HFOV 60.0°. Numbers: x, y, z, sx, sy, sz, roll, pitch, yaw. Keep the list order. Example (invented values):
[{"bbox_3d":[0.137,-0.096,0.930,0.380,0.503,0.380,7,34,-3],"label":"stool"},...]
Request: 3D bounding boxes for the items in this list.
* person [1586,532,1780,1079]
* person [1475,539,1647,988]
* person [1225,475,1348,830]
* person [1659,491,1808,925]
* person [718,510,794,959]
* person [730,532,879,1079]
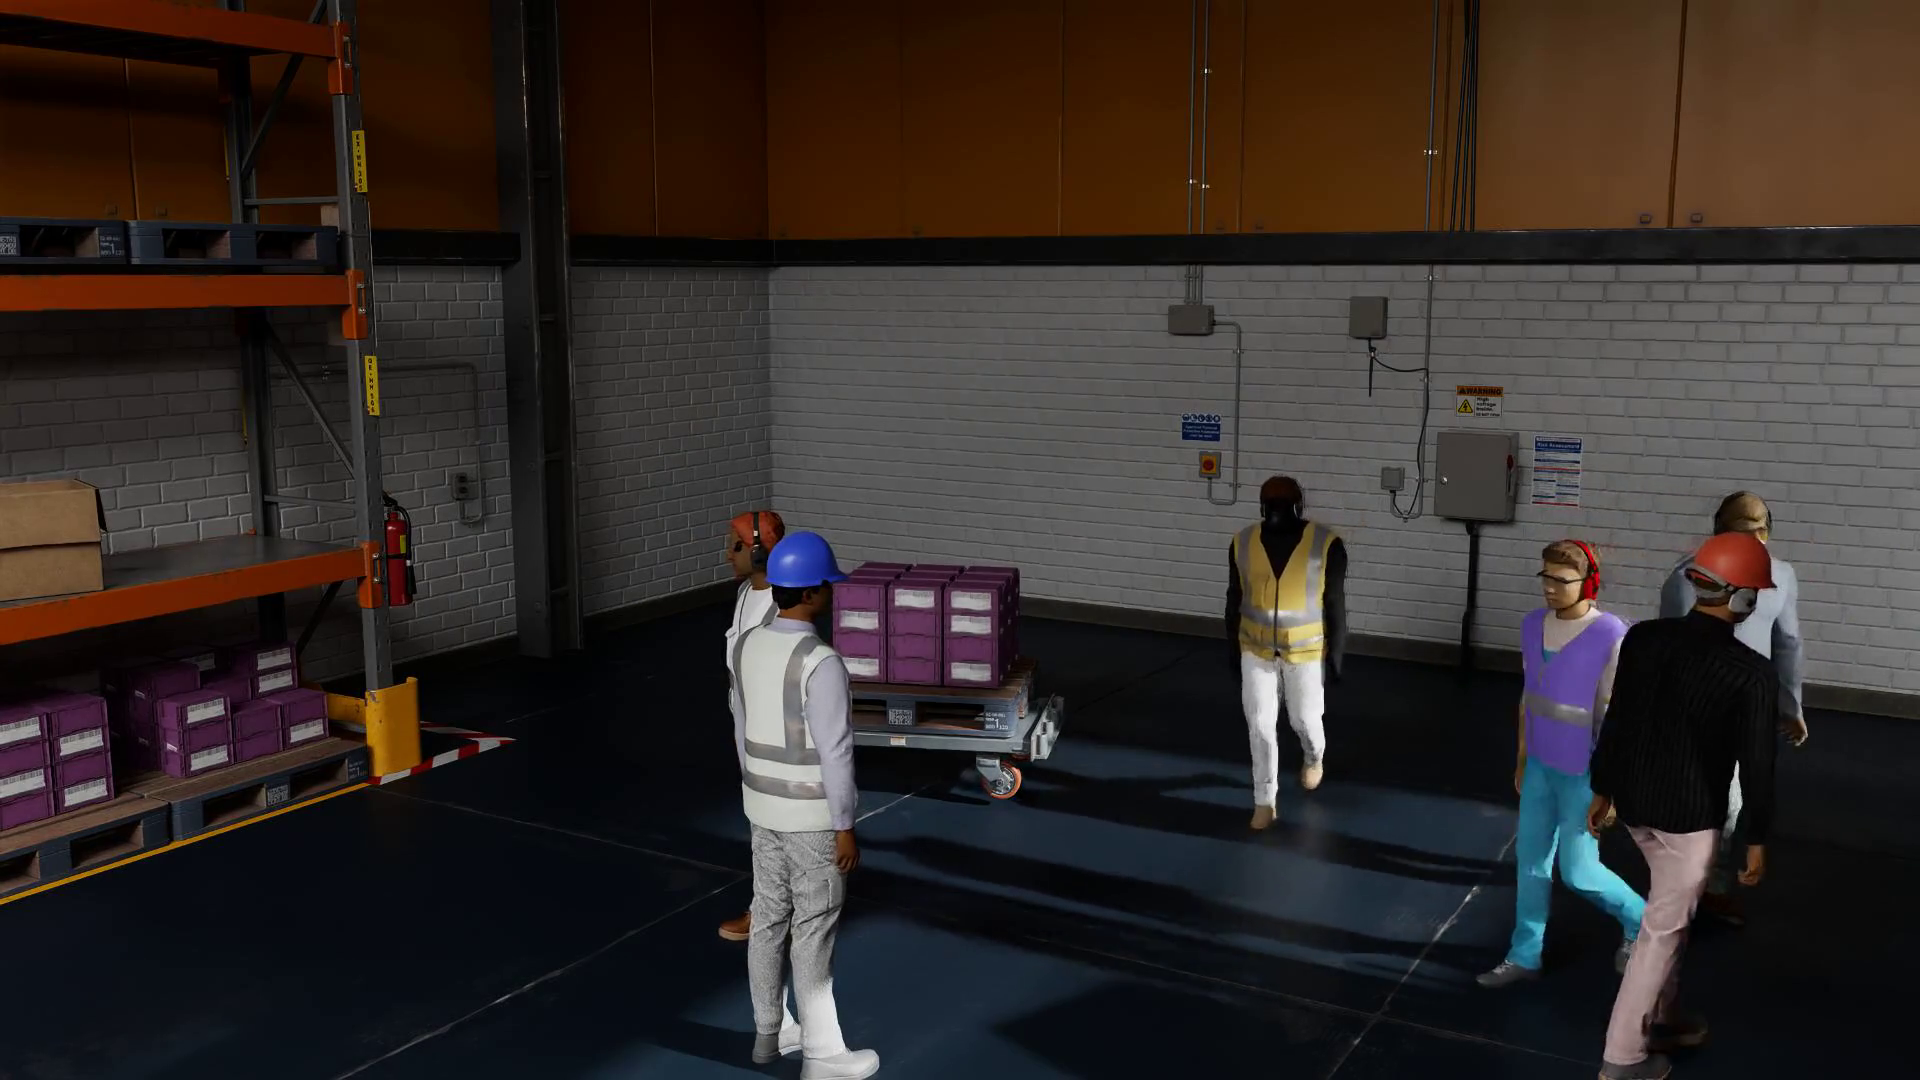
[{"bbox_3d":[2.558,0.939,5.815,0.783,1.952,0.634,-4,10,-24],"label":"person"},{"bbox_3d":[2.433,0.892,6.531,0.658,1.828,0.583,-3,10,-18],"label":"person"},{"bbox_3d":[1.699,0.551,8.663,0.643,1.824,0.680,4,10,23],"label":"person"},{"bbox_3d":[3.337,0.732,7.214,0.640,1.920,0.433,-4,10,-22],"label":"person"},{"bbox_3d":[-0.788,0.806,6.889,0.357,1.881,0.574,-5,10,-28],"label":"person"},{"bbox_3d":[-0.559,0.938,5.850,0.389,1.949,0.604,-8,12,-40],"label":"person"}]
